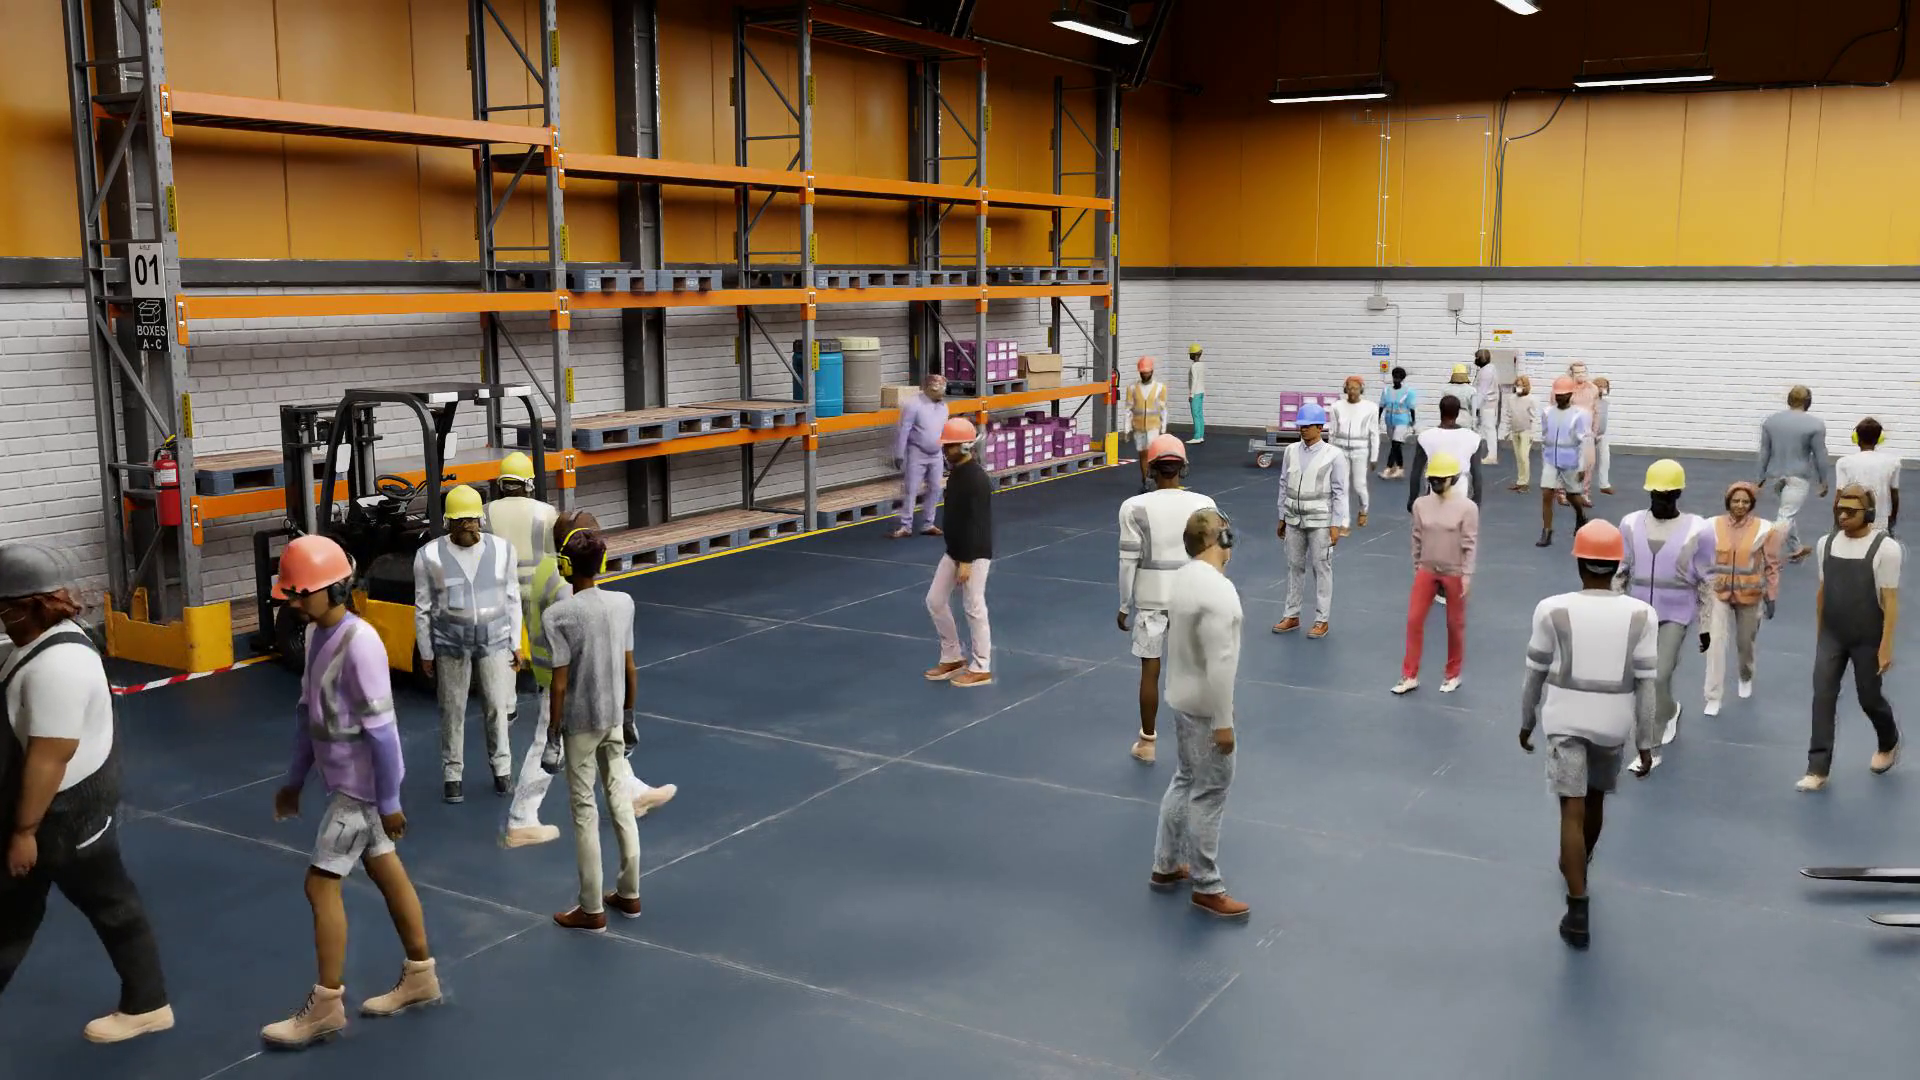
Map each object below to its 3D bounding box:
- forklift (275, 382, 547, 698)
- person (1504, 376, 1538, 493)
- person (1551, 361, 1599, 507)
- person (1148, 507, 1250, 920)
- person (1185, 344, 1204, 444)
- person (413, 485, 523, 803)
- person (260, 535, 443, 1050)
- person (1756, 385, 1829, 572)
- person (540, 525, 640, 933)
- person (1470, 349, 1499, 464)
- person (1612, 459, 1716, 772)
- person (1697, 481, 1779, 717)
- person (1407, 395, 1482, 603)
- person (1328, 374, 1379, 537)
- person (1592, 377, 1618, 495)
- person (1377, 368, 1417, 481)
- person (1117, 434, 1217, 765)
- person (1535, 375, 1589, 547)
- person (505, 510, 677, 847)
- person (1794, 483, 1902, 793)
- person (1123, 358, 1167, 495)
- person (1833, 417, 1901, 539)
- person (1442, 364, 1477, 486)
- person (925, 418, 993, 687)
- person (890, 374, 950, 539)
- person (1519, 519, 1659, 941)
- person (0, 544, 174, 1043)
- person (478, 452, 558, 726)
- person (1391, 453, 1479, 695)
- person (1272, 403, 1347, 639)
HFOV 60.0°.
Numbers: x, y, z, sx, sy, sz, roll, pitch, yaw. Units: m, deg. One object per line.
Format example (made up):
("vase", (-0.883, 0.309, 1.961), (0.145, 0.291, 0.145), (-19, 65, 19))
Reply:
("forklift", (-3.974, -0.067, 12.417), (2.313, 2.155, 1.214), (5, 11, 30))
("person", (7.727, -1.459, 22.925), (0.500, 1.610, 0.504), (-6, 11, -33))
("person", (7.950, -1.355, 21.427), (0.674, 1.883, 0.677), (-1, 9, -4))
("person", (1.122, 0.811, 7.849), (0.388, 1.906, 0.708), (-1, 9, -6))
("person", (4.163, -2.586, 29.474), (0.317, 1.766, 0.534), (4, 10, 25))
("person", (-2.793, 0.588, 9.487), (0.592, 1.826, 0.403), (-4, 10, -24))
("person", (-2.502, 0.965, 6.579), (0.860, 1.993, 0.605), (-5, 10, -29))
("person", (8.491, -0.631, 16.908), (1.035, 1.879, 0.655), (-5, 11, -30))
("person", (-1.700, 0.863, 7.628), (0.325, 1.868, 0.516), (8, 12, 40))
("person", (8.205, -2.107, 26.342), (0.747, 1.816, 0.649), (2, 9, 12))
("person", (4.351, 0.431, 10.266), (0.865, 1.900, 0.595), (-8, 12, -42))
("person", (5.384, 0.372, 11.521), (0.523, 1.605, 0.823), (5, 11, 30))
("person", (4.462, -0.391, 15.400), (0.607, 1.886, 0.809), (-1, 9, -4))
("person", (4.539, -0.985, 19.187), (0.579, 1.868, 0.621), (4, 10, 26))
("person", (8.664, -1.436, 22.789), (0.506, 1.607, 0.705), (-5, 10, -29))
("person", (6.274, -1.676, 24.115), (0.873, 1.642, 0.568), (-8, 12, -40))
("person", (1.262, 0.367, 10.196), (0.605, 2.038, 0.387), (0, 9, -2))
("person", (6.730, -0.888, 18.481), (0.550, 1.905, 0.887), (8, 12, 41))
("person", (-1.988, 0.722, 8.794), (0.973, 1.776, 0.626), (-3, 10, -21))
("person", (5.273, 0.554, 9.751), (0.862, 1.818, 0.517), (-6, 11, -34))
("person", (2.493, -1.515, 22.432), (0.561, 1.877, 1.053), (2, 9, 13))
("person", (7.561, -0.111, 13.881), (0.535, 1.821, 1.002), (3, 10, 20))
("person", (7.051, -1.621, 23.544), (0.484, 1.737, 0.305), (1, 9, 7))
("person", (-0.029, 0.105, 12.042), (0.597, 1.975, 0.617), (-4, 10, -24))
("person", (-0.437, -0.939, 18.889), (0.797, 1.875, 0.406), (-7, 11, -37))
("person", (2.911, 0.841, 7.740), (0.560, 1.881, 1.039), (2, 9, 10))
("person", (-3.569, 0.985, 6.327), (0.989, 2.000, 0.707), (-6, 11, -32))
("person", (-2.910, 0.331, 11.058), (0.586, 1.833, 0.403), (0, 9, -2))
("person", (3.387, 0.262, 11.800), (0.529, 1.740, 0.745), (7, 12, 38))
("person", (2.894, -0.163, 13.778), (0.603, 1.949, 0.389), (9, 12, 43))
